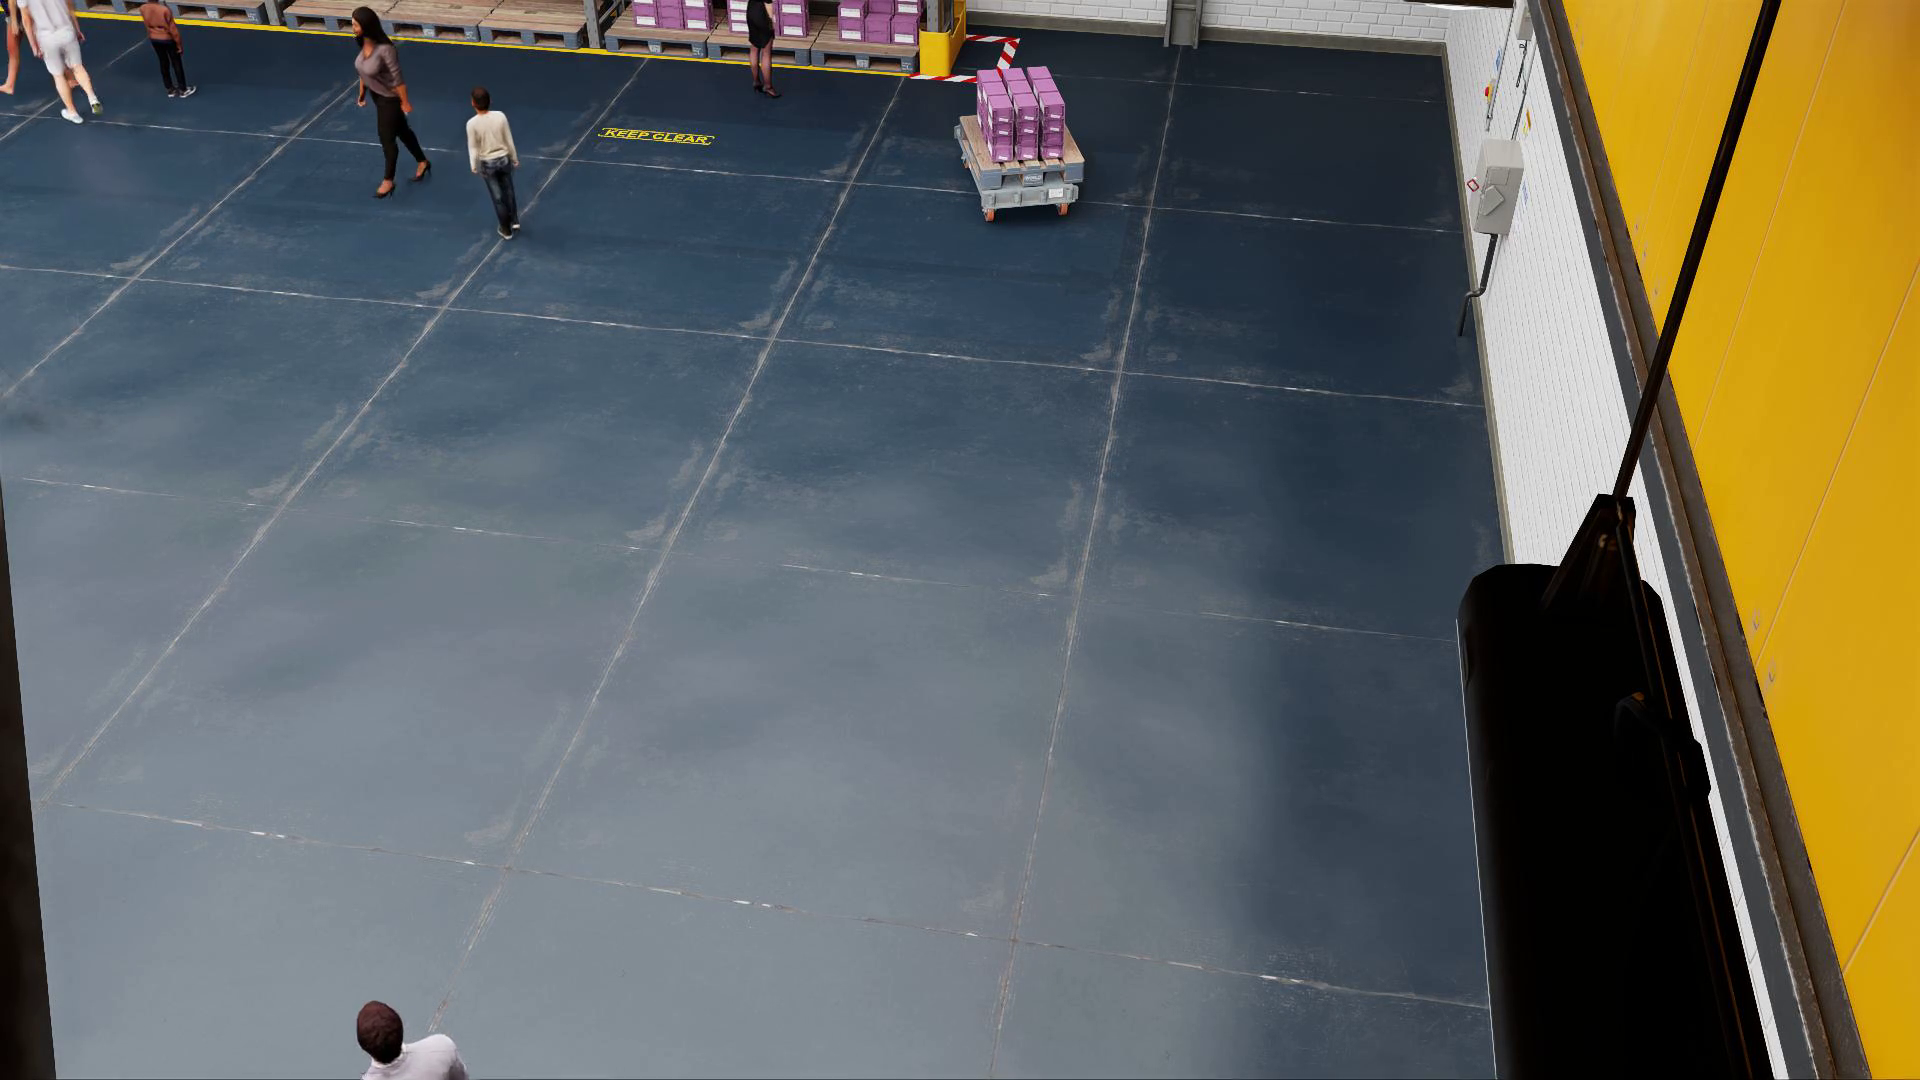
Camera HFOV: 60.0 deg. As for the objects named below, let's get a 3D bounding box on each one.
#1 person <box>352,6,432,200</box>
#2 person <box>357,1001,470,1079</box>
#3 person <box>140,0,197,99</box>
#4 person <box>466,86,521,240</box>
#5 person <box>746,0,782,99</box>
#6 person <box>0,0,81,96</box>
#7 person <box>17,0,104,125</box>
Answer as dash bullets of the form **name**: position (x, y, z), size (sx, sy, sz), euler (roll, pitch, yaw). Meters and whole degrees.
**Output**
- **person**: position (-5.414, -4.269, 16.055), size (1.036, 1.811, 1.026), euler (-31, 48, -33)
- **person**: position (-2.292, 2.724, 7.294), size (1.075, 1.817, 1.146), euler (-24, 44, -27)
- **person**: position (-8.575, -5.383, 17.897), size (0.412, 1.253, 0.575), euler (5, 39, 6)
- **person**: position (-4.249, -3.440, 15.301), size (0.657, 1.457, 0.719), euler (-23, 44, -26)
- **person**: position (-2.144, -5.576, 17.776), size (0.717, 1.706, 0.642), euler (-27, 46, -29)
- **person**: position (-9.917, -5.563, 17.755), size (1.166, 1.712, 1.049), euler (-19, 42, -22)
- **person**: position (-9.273, -5.172, 17.166), size (1.003, 1.835, 0.927), euler (29, 47, 31)
